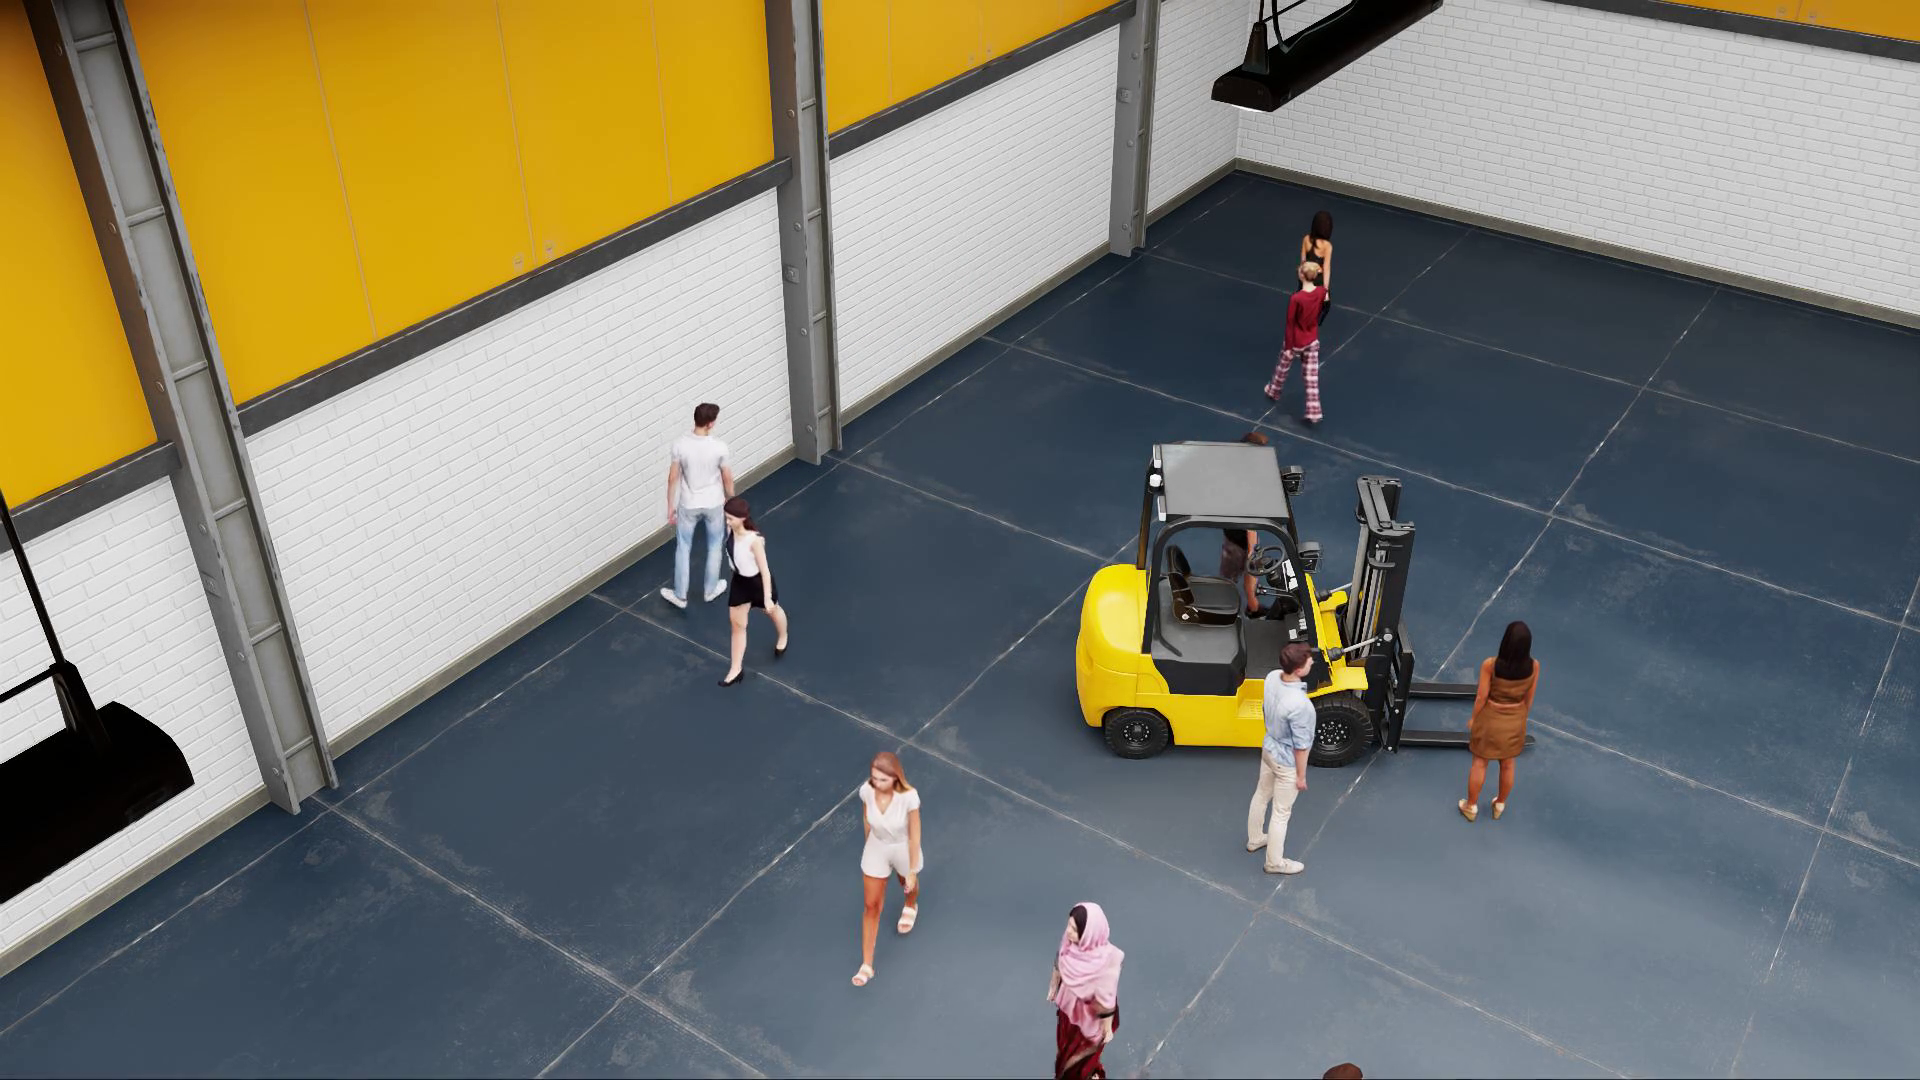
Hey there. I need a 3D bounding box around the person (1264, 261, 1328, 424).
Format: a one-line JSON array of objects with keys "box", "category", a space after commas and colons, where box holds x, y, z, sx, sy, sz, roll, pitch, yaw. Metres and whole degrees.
[{"box": [3.443, -1.940, 16.483, 1.115, 1.651, 1.069, -12, 35, -17], "category": "person"}]

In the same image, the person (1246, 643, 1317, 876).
[{"box": [2.171, 1.450, 11.207, 0.760, 1.847, 0.733, -10, 35, -15], "category": "person"}]

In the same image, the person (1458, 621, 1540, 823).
[{"box": [3.768, 1.274, 11.613, 0.637, 1.689, 0.671, 0, 34, 0], "category": "person"}]

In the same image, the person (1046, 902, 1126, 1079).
[{"box": [0.781, 2.671, 9.571, 0.813, 1.624, 0.774, -16, 37, -23], "category": "person"}]

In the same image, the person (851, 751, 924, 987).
[{"box": [-0.388, 1.958, 10.623, 0.850, 1.647, 1.181, 8, 34, 12], "category": "person"}]

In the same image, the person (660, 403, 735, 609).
[{"box": [-2.185, -0.256, 13.798, 0.943, 1.818, 0.958, -9, 35, -14], "category": "person"}]

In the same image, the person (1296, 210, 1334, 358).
[{"box": [3.695, -2.682, 17.611, 0.592, 1.638, 0.621, -29, 43, -36], "category": "person"}]

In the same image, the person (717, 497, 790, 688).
[{"box": [-1.583, 0.341, 13.101, 0.672, 1.596, 1.044, 19, 38, 26], "category": "person"}]
